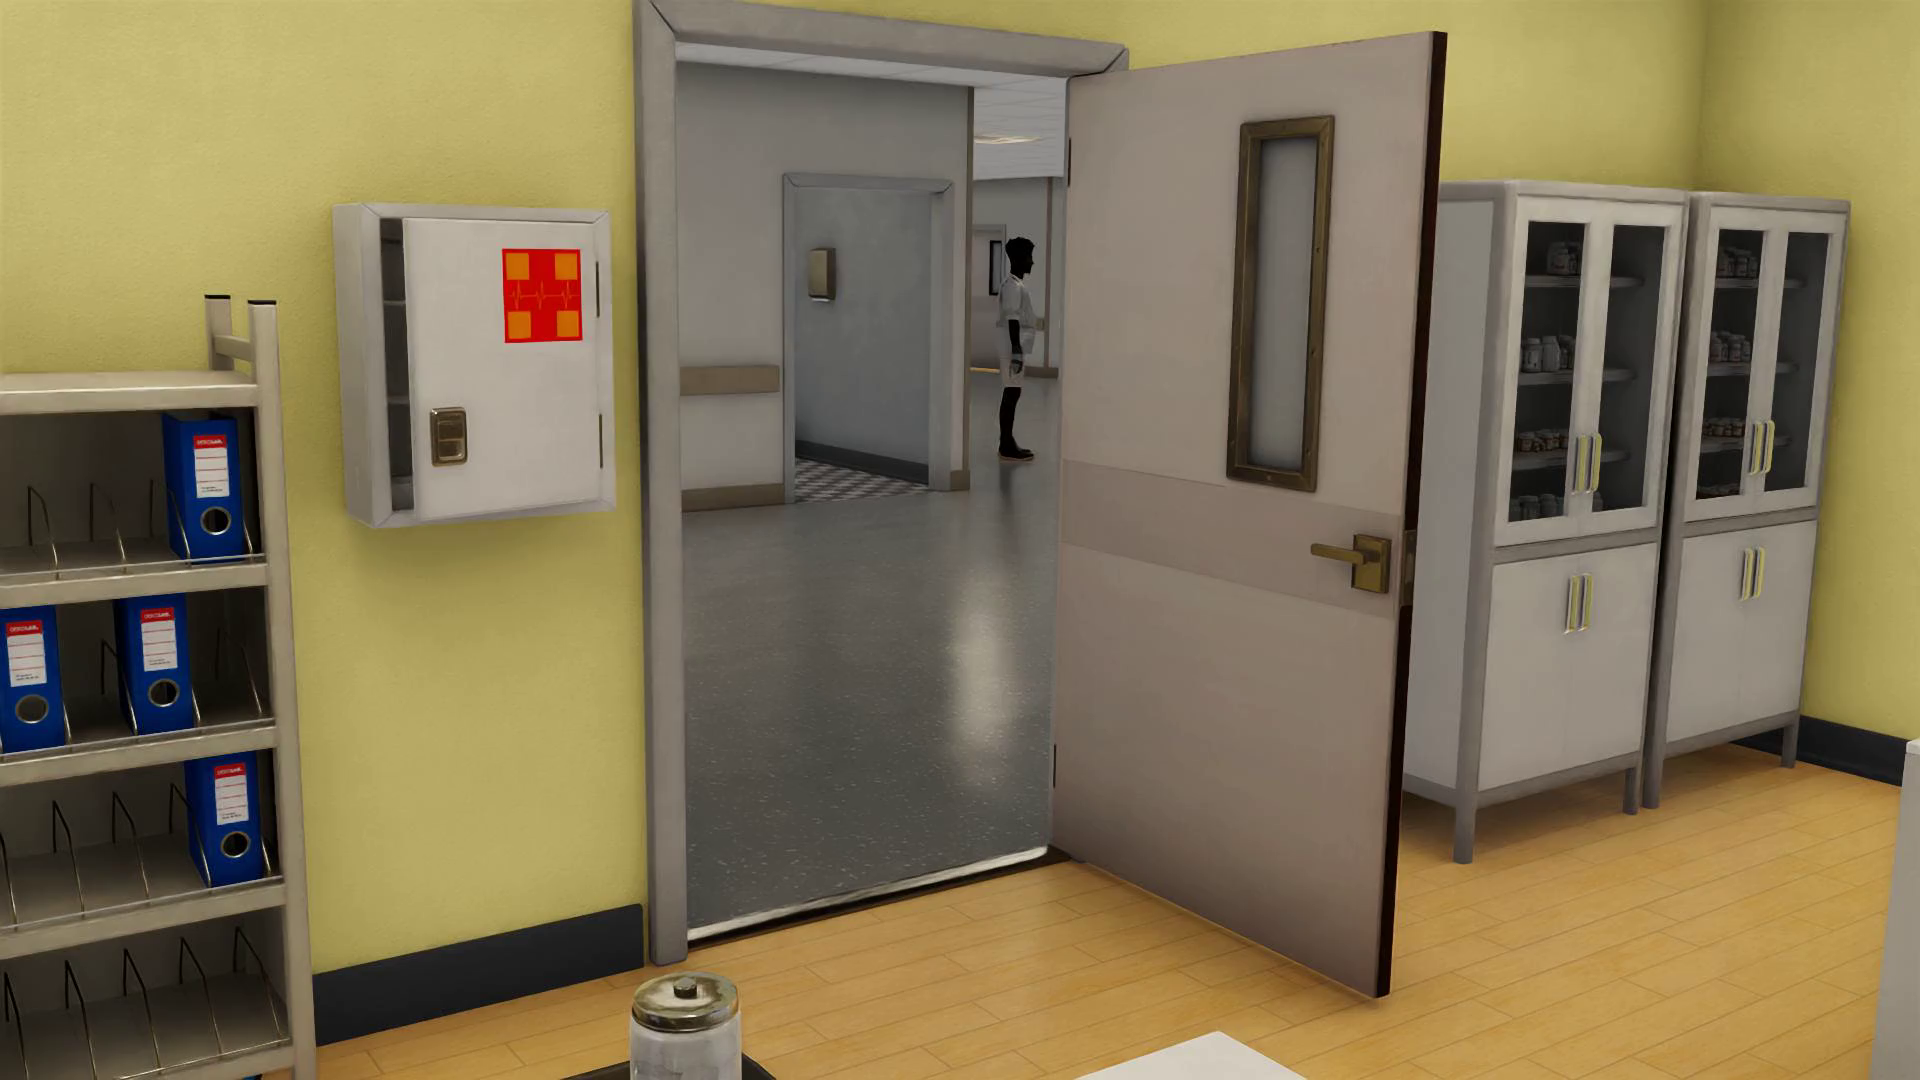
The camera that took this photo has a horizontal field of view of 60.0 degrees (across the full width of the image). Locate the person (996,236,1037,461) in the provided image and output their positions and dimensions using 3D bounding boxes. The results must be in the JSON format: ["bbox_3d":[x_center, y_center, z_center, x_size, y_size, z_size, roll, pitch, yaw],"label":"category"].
[{"bbox_3d":[0.491,-1.683,14.679,0.361,1.964,0.613,1,10,-1],"label":"person"}]
